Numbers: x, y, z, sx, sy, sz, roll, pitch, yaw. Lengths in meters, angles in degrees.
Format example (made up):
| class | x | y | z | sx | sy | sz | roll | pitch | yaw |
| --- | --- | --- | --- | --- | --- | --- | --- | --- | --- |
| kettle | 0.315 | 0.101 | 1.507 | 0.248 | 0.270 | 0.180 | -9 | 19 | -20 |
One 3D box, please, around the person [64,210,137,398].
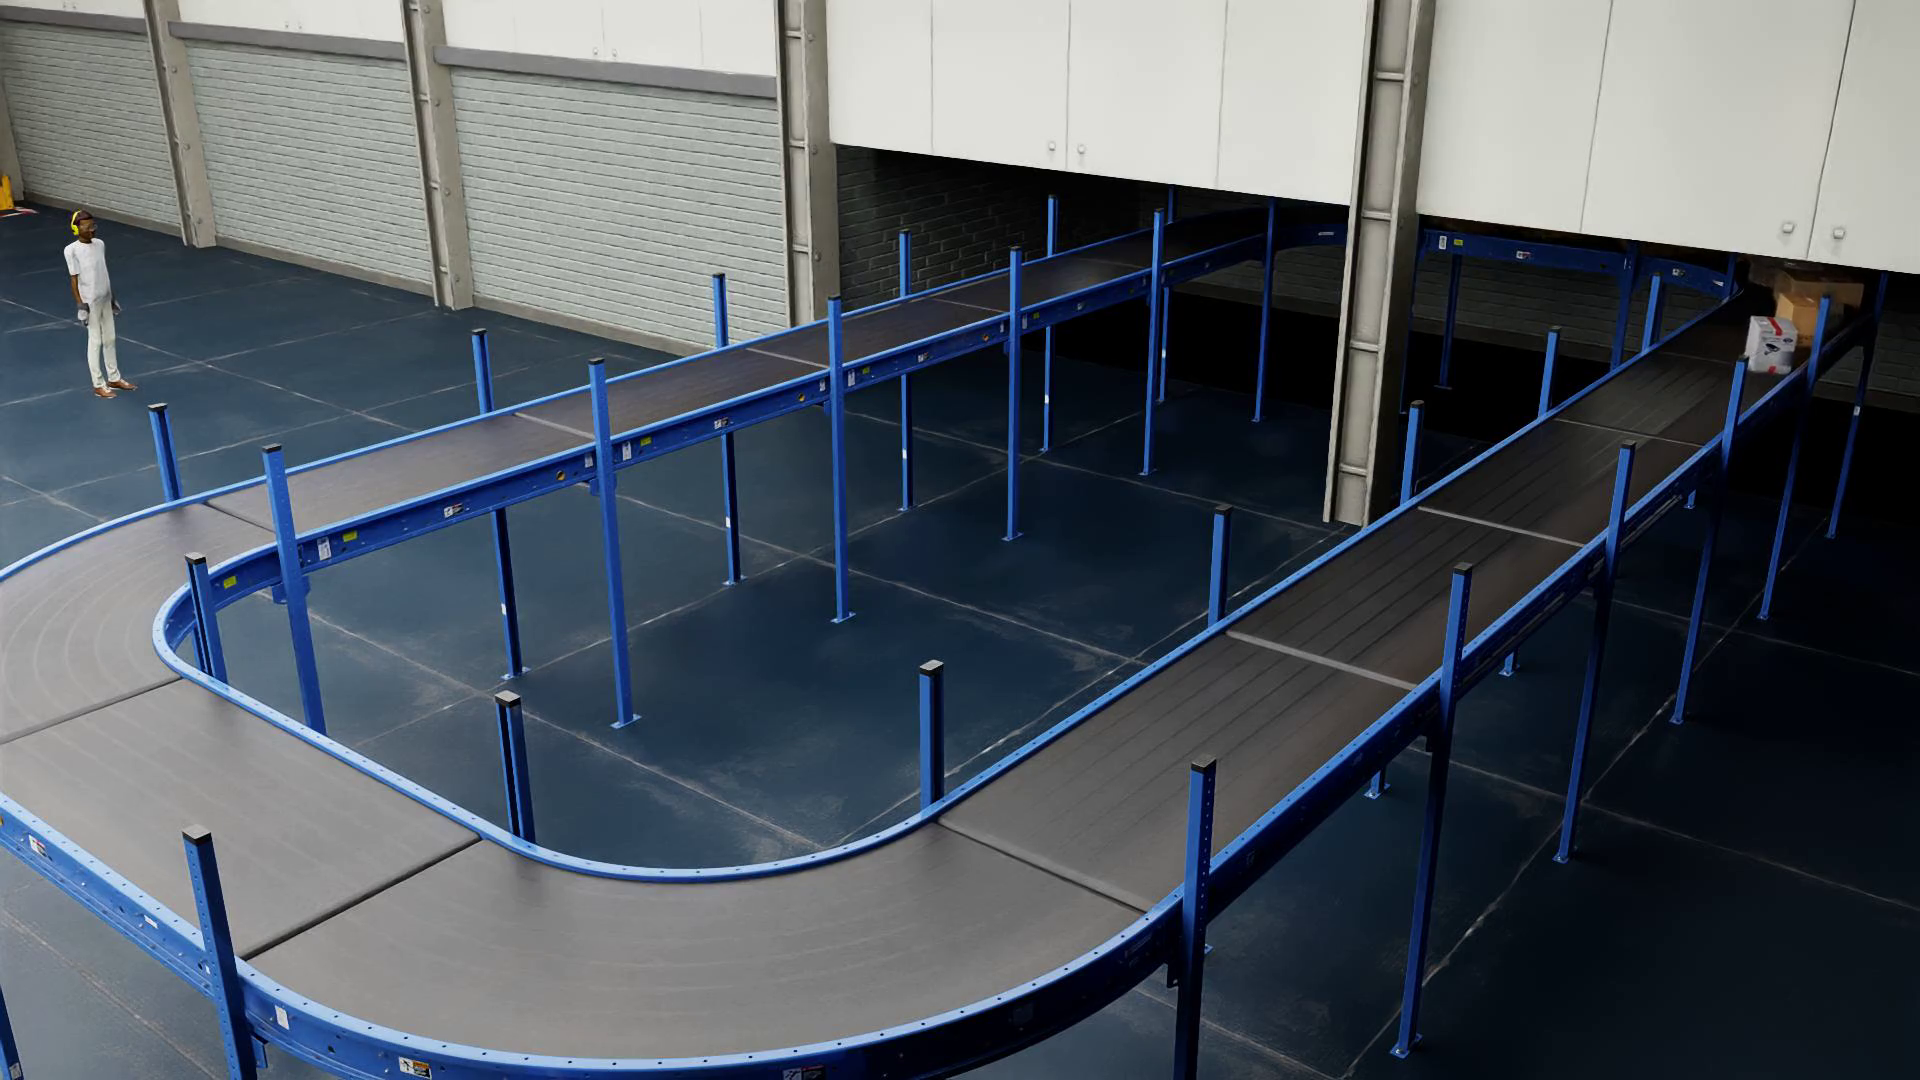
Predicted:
| class | x | y | z | sx | sy | sz | roll | pitch | yaw |
| --- | --- | --- | --- | --- | --- | --- | --- | --- | --- |
| person | -8.631 | -2.370 | 16.661 | 0.314 | 1.869 | 0.537 | 5 | 22 | 13 |
